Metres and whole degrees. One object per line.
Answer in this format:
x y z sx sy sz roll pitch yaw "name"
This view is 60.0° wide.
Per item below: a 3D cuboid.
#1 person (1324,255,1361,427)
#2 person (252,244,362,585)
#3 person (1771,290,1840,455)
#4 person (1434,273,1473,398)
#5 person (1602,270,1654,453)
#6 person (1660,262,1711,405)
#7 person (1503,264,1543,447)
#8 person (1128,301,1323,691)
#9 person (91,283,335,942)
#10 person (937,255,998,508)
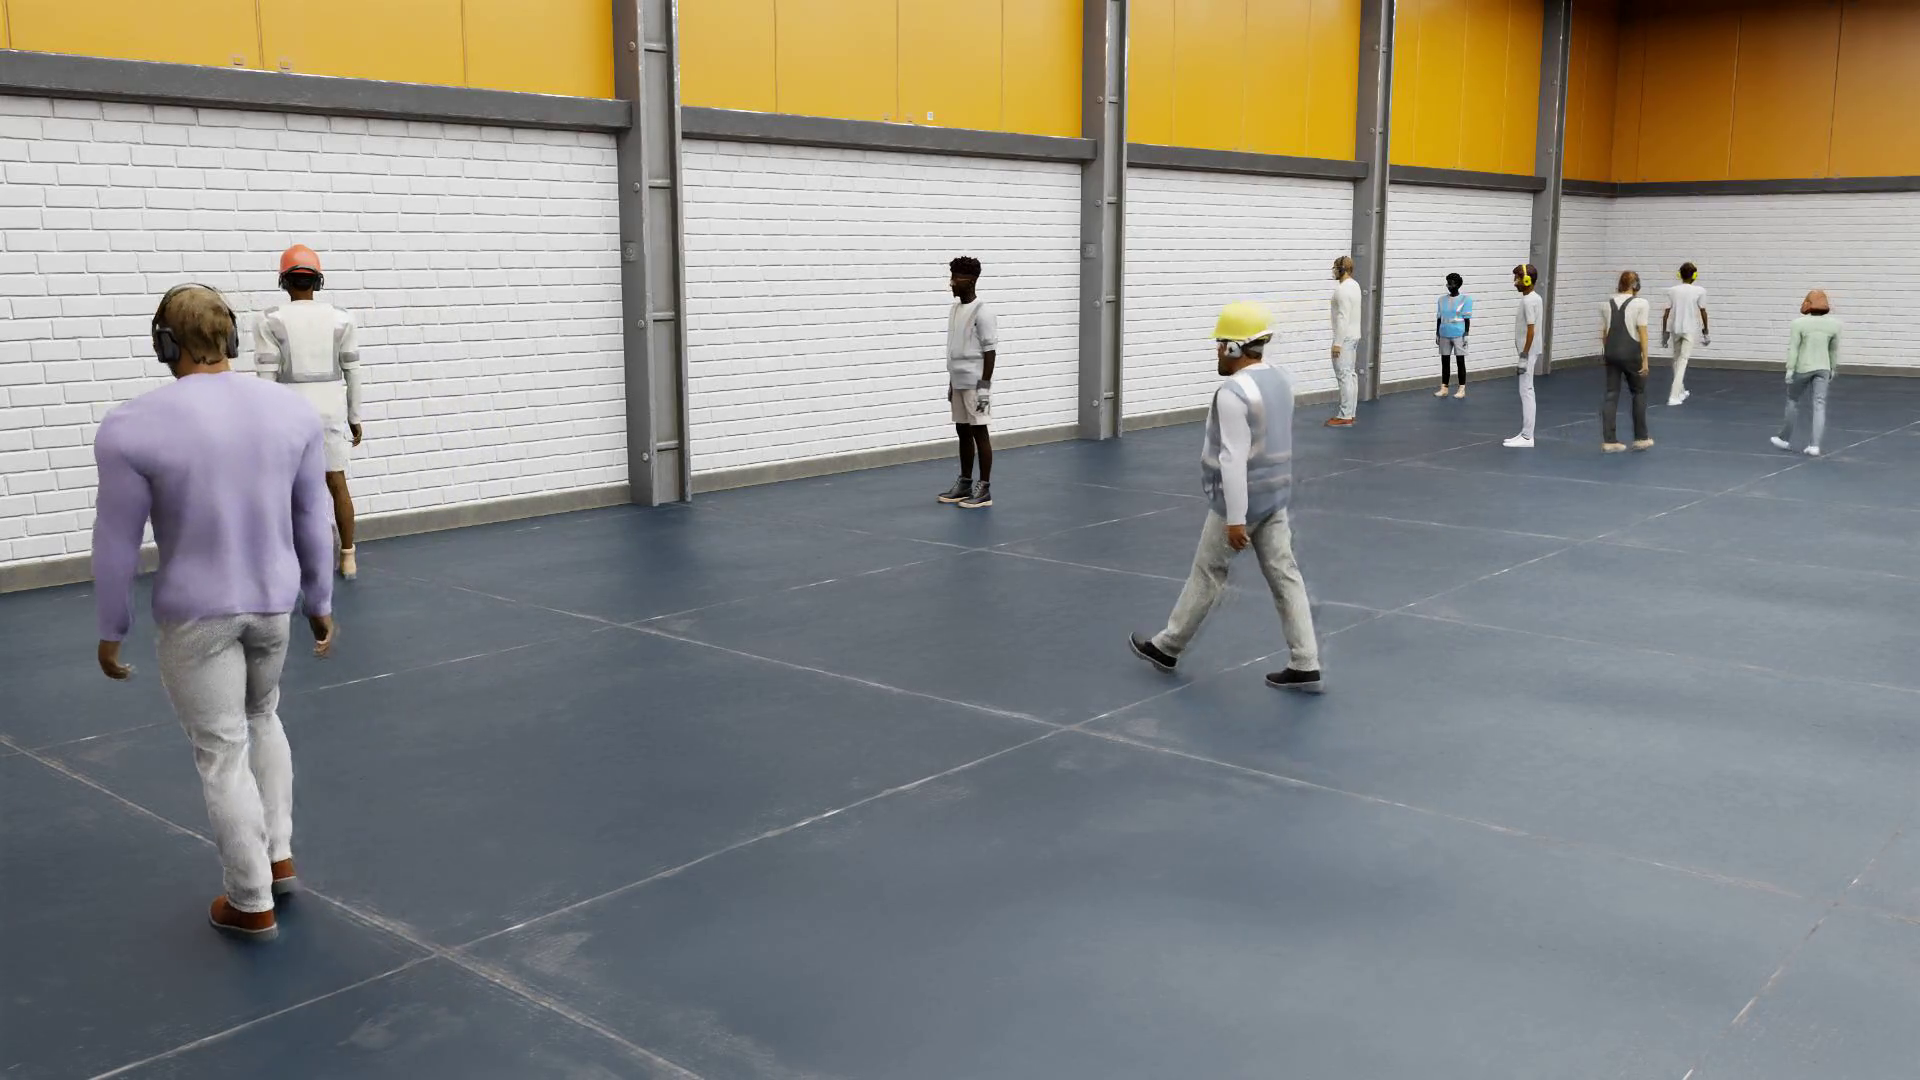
4.359 -2.249 18.875 0.356 1.938 0.633 5 11 25 "person"
-3.939 -0.753 10.062 0.616 2.041 0.382 -8 12 -37 "person"
8.399 -1.671 16.512 0.531 1.599 0.789 1 10 3 "person"
6.669 -2.763 22.514 0.319 1.694 0.532 -9 14 -43 "person"
6.675 -1.771 16.564 0.808 1.792 0.590 -8 13 -39 "person"
9.485 -2.683 21.665 0.929 1.830 0.520 -9 14 -43 "person"
5.757 -1.875 16.963 0.331 1.865 0.519 4 11 23 "person"
1.274 -0.203 7.676 0.987 1.775 0.595 8 13 39 "person"
-2.202 0.212 4.907 0.599 1.916 0.651 9 13 40 "person"
0.073 -1.239 13.046 0.371 1.966 0.608 -5 11 -28 "person"
